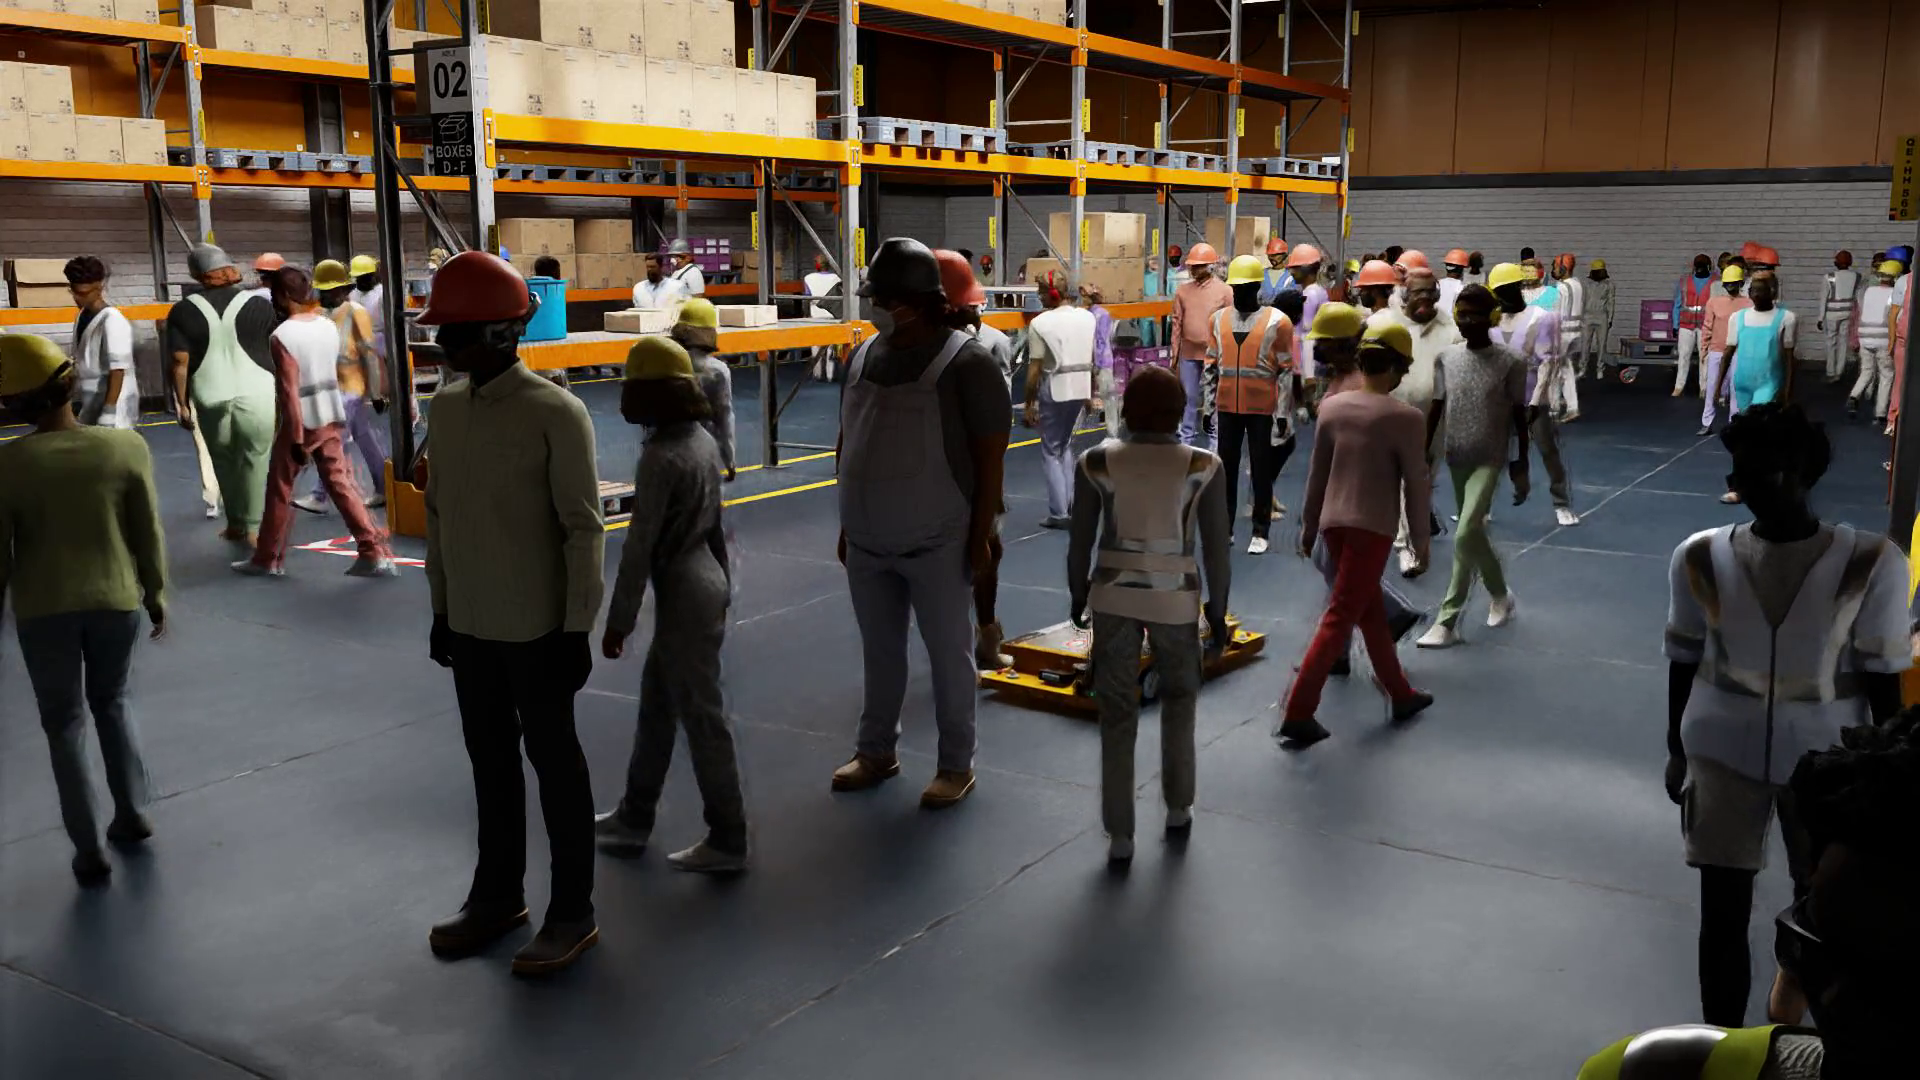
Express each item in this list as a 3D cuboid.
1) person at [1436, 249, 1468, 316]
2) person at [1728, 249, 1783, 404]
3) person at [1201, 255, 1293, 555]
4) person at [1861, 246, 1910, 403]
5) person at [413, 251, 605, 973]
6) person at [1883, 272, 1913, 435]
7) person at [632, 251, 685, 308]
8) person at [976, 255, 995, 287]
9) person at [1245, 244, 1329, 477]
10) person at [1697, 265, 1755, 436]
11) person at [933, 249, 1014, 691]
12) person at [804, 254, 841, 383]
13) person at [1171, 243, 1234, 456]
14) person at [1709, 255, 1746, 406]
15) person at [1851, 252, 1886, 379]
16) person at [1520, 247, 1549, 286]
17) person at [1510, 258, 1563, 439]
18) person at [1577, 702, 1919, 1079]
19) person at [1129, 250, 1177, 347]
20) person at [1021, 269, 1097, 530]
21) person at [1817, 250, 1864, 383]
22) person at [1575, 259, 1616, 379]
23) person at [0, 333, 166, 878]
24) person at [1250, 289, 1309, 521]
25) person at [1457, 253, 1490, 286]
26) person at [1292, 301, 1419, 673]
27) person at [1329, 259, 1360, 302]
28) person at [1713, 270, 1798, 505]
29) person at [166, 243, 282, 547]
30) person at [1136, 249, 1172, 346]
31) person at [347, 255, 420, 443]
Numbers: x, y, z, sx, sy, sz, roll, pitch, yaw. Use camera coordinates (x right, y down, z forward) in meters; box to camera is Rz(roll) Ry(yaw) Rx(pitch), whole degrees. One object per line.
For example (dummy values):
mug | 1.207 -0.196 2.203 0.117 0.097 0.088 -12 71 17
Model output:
person | 5.263 -2.170 17.981 0.583 1.924 0.405 10 14 44
person | 9.360 -2.443 19.495 0.434 1.919 0.561 -5 11 -27
person | 1.837 -0.866 10.743 0.594 1.924 0.383 6 12 32
person | 11.493 -2.675 20.758 0.765 1.942 0.463 -2 11 -13
person | -1.262 0.207 4.616 0.623 1.990 0.390 6 12 32
person | 9.913 -2.070 17.098 0.688 2.000 0.536 6 12 32
person | -3.278 -2.177 18.085 0.615 1.899 0.463 2 10 13
person | 0.495 -4.344 30.495 0.573 1.749 0.343 6 12 32
person | 2.962 -1.508 14.158 0.886 2.000 0.608 4 11 23
person | 7.889 -1.930 17.086 0.533 1.767 0.327 6 12 32
person | 0.034 -0.296 7.480 0.443 1.983 0.759 3 11 14
person | -1.943 -3.154 23.714 0.621 1.821 0.559 -2 10 -13
person | 2.200 -1.694 15.152 0.623 1.990 0.390 6 12 32
person | 9.377 -2.551 20.346 0.541 1.846 0.389 6 12 30
person | 13.334 -3.256 24.211 0.571 1.843 0.373 6 12 32
person | 8.233 -3.296 24.233 0.597 1.916 0.371 6 12 32
person | 5.842 -1.955 17.017 0.573 1.843 0.385 8 13 38
person | 0.704 0.948 1.318 0.540 1.698 0.317 6 12 32
person | 2.732 -3.174 23.646 0.656 1.887 0.662 4 11 19
person | 0.691 -0.977 11.650 0.621 1.815 0.511 -8 13 -37
person | 12.487 -3.164 23.614 0.589 1.878 0.494 1 10 8
person | 9.305 -3.229 24.347 0.493 1.742 0.321 6 12 32
person | -2.862 0.206 5.315 0.559 1.730 0.550 10 14 44
person | 2.288 -0.963 11.971 0.431 1.679 0.541 -1 10 -4
person | 7.527 -3.281 24.394 0.585 1.830 1.015 3 11 17
person | 1.836 -0.228 7.704 0.534 1.741 0.546 1 10 5
person | 5.832 -3.399 25.322 0.561 1.721 0.569 -1 10 -6
person | 6.208 -1.200 12.975 0.981 1.799 0.532 -9 14 -41
person | -4.772 -0.969 11.001 0.791 2.000 0.603 -4 11 -20
person | 2.940 -3.424 24.986 0.592 1.906 0.732 4 11 21
person | -5.910 -1.949 16.875 0.596 1.887 0.931 5 11 25
